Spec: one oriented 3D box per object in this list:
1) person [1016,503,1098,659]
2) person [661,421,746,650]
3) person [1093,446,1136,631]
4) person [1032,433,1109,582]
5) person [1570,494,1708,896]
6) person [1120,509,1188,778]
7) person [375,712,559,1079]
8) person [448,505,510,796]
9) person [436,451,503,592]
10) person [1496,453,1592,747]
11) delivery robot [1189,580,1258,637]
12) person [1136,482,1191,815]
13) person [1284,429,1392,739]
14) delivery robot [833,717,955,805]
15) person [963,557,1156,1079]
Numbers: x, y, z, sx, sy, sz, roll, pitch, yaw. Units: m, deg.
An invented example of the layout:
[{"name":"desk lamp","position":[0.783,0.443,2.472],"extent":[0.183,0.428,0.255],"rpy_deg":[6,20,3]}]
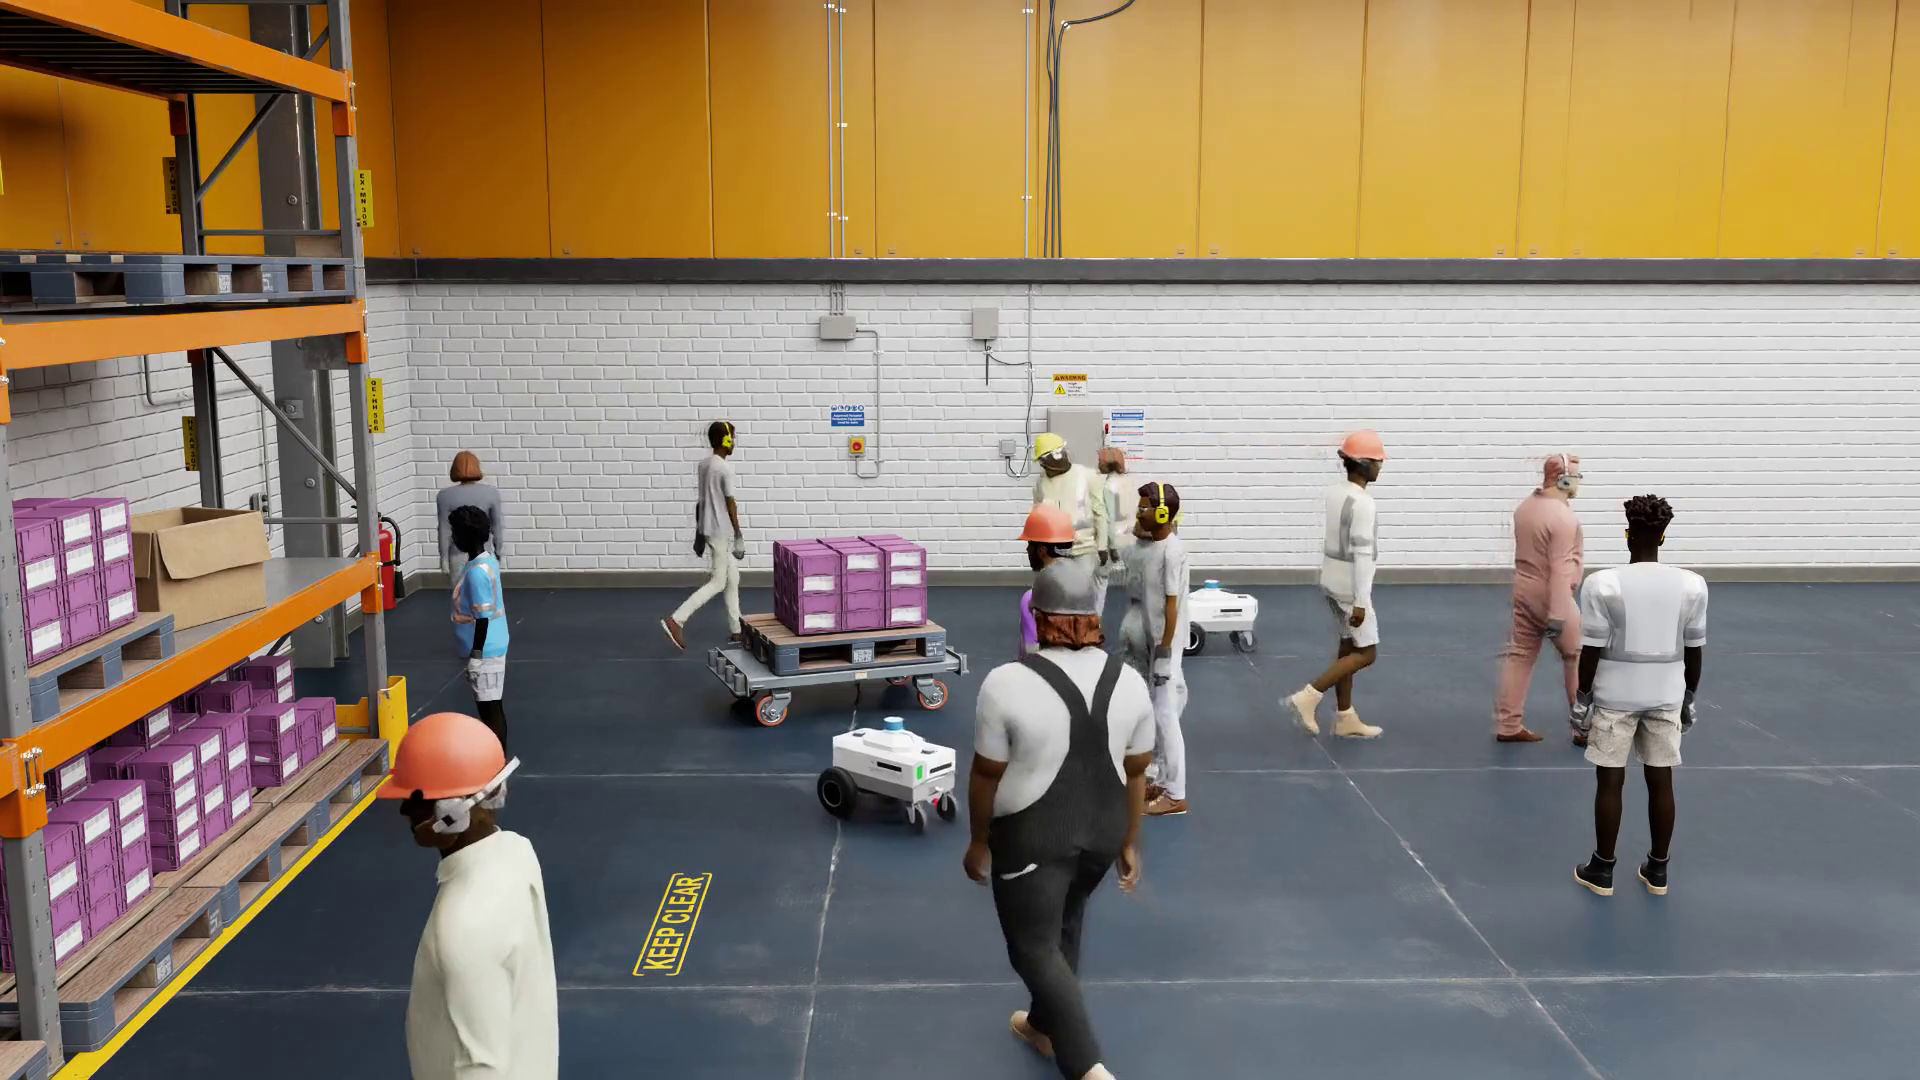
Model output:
[{"name":"person","position":[0.419,0.790,7.897],"extent":[0.357,1.937,0.551],"rpy_deg":[6,11,32]},{"name":"person","position":[-2.001,-0.037,13.305],"extent":[0.832,1.830,0.558],"rpy_deg":[-6,11,-31]},{"name":"person","position":[1.341,0.013,13.700],"extent":[0.848,1.591,0.575],"rpy_deg":[7,12,36]},{"name":"person","position":[0.836,0.064,12.839],"extent":[0.638,1.788,0.406],"rpy_deg":[4,10,25]},{"name":"person","position":[3.268,0.752,8.044],"extent":[0.611,1.965,0.362],"rpy_deg":[0,9,1]},{"name":"person","position":[1.142,0.580,9.811],"extent":[0.453,1.722,0.504],"rpy_deg":[-4,10,-23]},{"name":"person","position":[-1.174,1.388,4.061],"extent":[0.402,1.990,0.622],"rpy_deg":[-1,9,-5]},{"name":"person","position":[-2.761,0.637,9.583],"extent":[0.319,1.692,0.533],"rpy_deg":[-2,9,-12]},{"name":"person","position":[-3.836,0.109,13.087],"extent":[0.502,1.614,0.645],"rpy_deg":[-5,10,-26]},{"name":"person","position":[3.846,0.387,10.568],"extent":[0.846,1.878,0.648],"rpy_deg":[-2,9,-10]},{"name":"delivery robot","position":[1.996,0.562,13.236],"extent":[0.707,0.478,0.477],"rpy_deg":[-1,9,-7]},{"name":"person","position":[1.117,0.603,9.293],"extent":[0.332,1.866,0.515],"rpy_deg":[0,9,-1]},{"name":"person","position":[2.417,0.306,10.587],"extent":[0.620,2.029,0.615],"rpy_deg":[-1,9,-9]},{"name":"delivery robot","position":[-0.367,1.222,9.190],"extent":[0.707,0.478,0.477],"rpy_deg":[8,12,40]},{"name":"person","position":[0.384,1.041,6.044],"extent":[0.677,2.000,0.944],"rpy_deg":[-5,11,-29]}]
